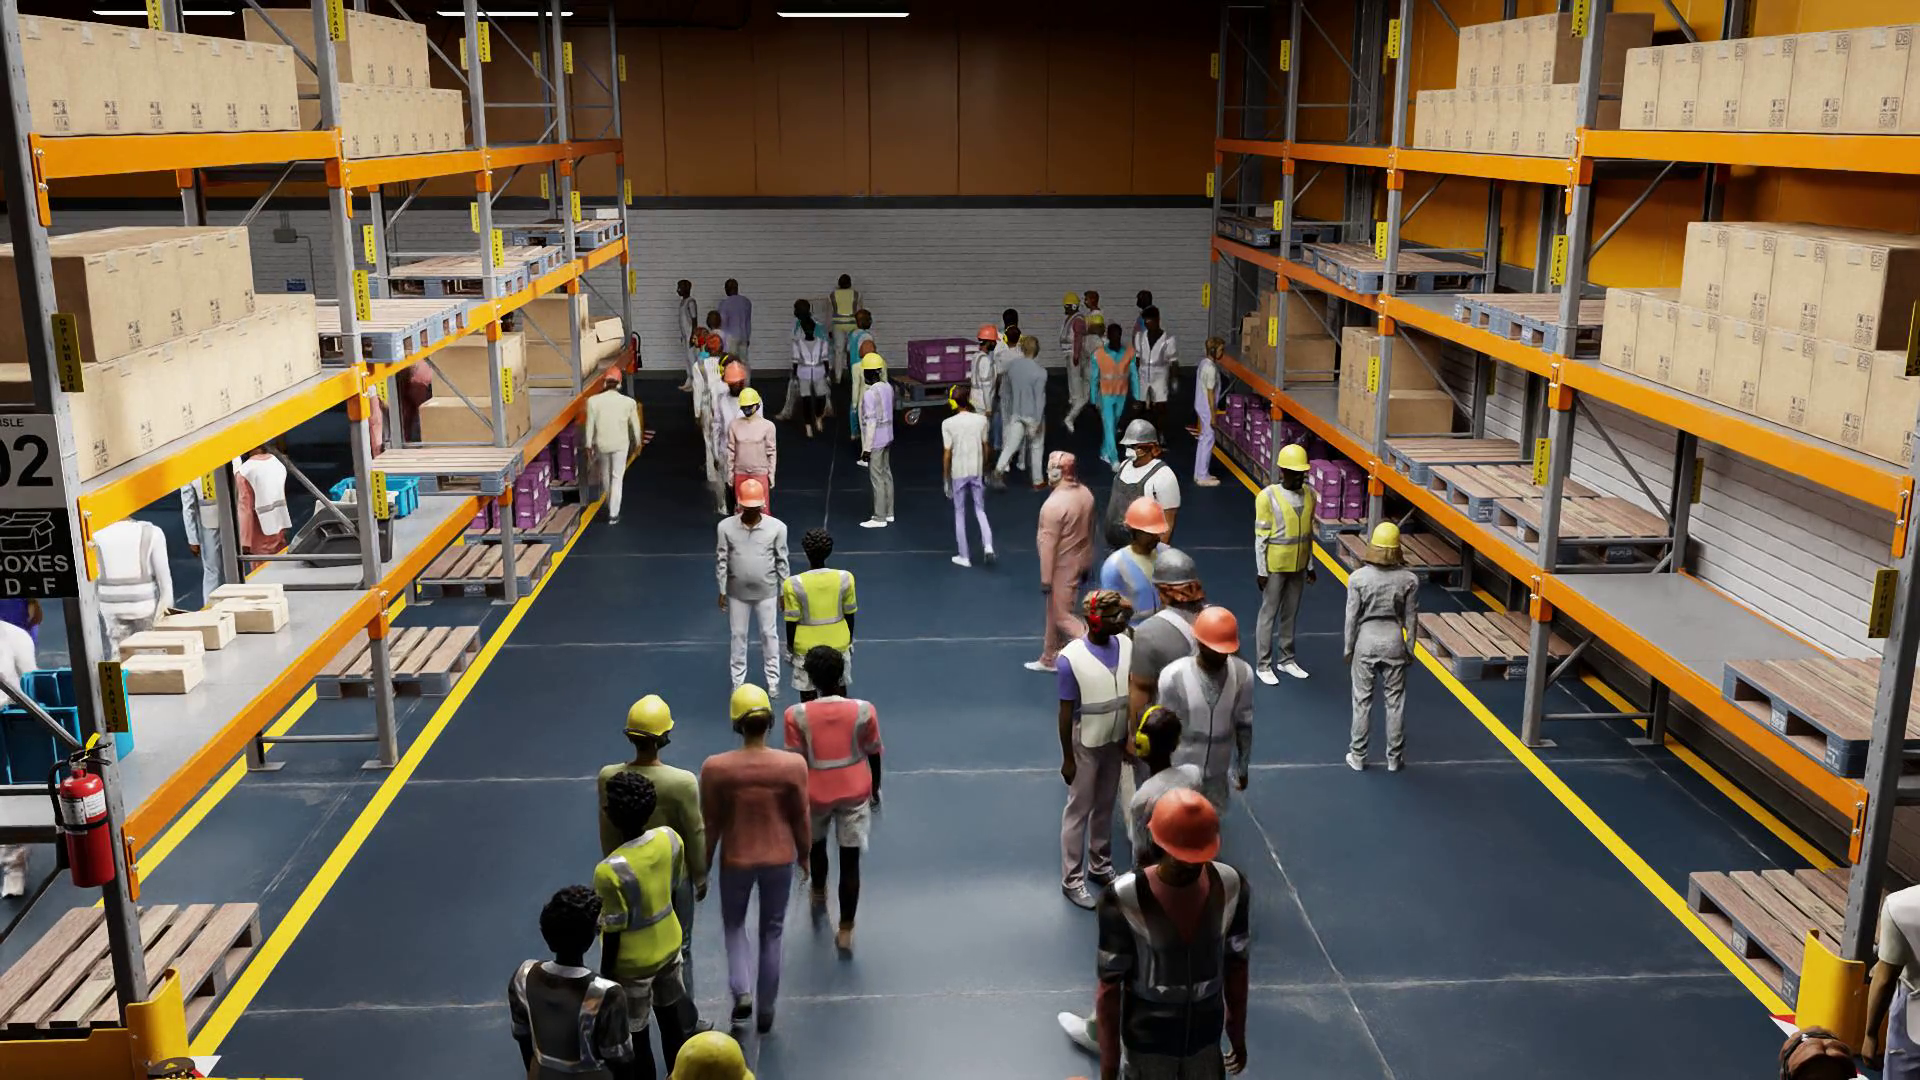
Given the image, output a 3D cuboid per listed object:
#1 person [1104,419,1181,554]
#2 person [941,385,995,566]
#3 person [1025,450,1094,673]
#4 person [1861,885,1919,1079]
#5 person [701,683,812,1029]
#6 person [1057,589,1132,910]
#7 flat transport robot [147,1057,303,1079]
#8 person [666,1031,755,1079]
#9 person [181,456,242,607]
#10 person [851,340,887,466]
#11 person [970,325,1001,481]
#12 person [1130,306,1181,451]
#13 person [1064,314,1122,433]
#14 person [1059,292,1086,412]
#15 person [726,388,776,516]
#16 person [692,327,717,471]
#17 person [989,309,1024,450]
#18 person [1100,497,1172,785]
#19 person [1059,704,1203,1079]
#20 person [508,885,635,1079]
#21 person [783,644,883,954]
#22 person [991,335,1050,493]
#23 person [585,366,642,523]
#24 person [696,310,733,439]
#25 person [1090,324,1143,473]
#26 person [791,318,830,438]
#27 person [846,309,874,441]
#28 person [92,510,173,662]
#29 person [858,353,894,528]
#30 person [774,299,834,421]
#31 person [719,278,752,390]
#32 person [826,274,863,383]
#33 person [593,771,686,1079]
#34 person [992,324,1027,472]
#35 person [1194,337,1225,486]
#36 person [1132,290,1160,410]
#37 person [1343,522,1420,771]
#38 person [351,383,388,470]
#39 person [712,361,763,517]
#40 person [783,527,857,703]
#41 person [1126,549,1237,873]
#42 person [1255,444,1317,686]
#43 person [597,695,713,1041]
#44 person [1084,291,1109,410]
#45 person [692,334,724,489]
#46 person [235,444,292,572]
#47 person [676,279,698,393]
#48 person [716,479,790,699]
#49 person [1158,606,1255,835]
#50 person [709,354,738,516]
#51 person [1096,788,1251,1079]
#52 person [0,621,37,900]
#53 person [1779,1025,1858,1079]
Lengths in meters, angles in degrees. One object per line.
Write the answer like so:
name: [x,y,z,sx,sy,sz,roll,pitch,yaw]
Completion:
person: [1.441,0.011,13.677,0.539,2.000,0.689,-9,17,-33]
person: [0.075,-0.615,16.535,0.525,1.841,0.592,-5,15,-18]
person: [0.885,0.229,13.169,0.832,1.886,0.648,8,16,29]
person: [3.840,1.939,6.522,0.560,1.836,0.394,1,14,4]
person: [-1.004,1.560,8.179,0.565,1.737,0.395,-2,14,-9]
person: [0.767,1.167,9.516,0.378,1.848,0.569,14,20,43]
flat transport robot: [-3.344,2.627,6.933,0.652,0.197,1.431,0,14,1]
person: [-0.768,2.325,5.204,0.321,1.736,0.485,6,15,22]
person: [-6.413,-0.095,14.363,0.398,1.909,0.600,8,16,29]
person: [-1.167,-1.768,21.471,0.507,1.631,0.266,-7,16,-26]
person: [0.321,-1.696,20.609,0.386,1.929,0.543,-3,15,-11]
person: [2.663,-2.193,22.520,0.741,1.943,0.417,8,16,29]
person: [1.878,-2.357,23.619,0.773,1.710,0.490,-8,16,-27]
person: [1.721,-2.871,25.424,0.403,1.824,0.595,-2,14,-8]
person: [-2.122,-0.674,16.914,0.522,1.769,0.311,2,14,8]
person: [-3.197,-1.793,21.178,0.388,1.837,0.560,1,14,5]
person: [0.639,-2.150,22.409,0.595,1.915,0.371,10,17,34]
person: [1.193,0.692,11.035,0.643,2.020,0.516,-10,18,-35]
person: [0.854,1.632,7.758,0.494,1.820,0.931,-12,19,-40]
person: [-1.412,2.091,6.204,0.532,1.693,0.319,7,16,24]
person: [-0.702,1.358,9.134,0.551,1.648,0.864,-2,14,-9]
person: [0.726,-1.483,19.814,0.636,1.912,0.835,11,18,36]
person: [-3.854,-1.092,18.639,0.599,1.710,0.827,1,14,2]
person: [-3.409,-2.288,23.138,0.530,1.814,0.800,-9,17,-32]
person: [1.978,-1.845,21.331,0.604,1.863,1.028,-5,15,-17]
person: [-2.098,-2.283,23.369,0.555,1.685,0.349,-2,14,-9]
person: [-1.353,-2.268,23.020,0.506,1.842,0.342,13,19,42]
person: [-6.051,0.488,12.159,0.600,1.853,0.774,-5,15,-18]
person: [-0.930,-1.090,18.223,0.383,1.924,0.594,5,15,20]
person: [-2.304,-2.683,24.754,0.945,1.797,0.639,-9,17,-33]
person: [-3.574,-3.188,26.460,0.374,1.933,0.625,13,19,41]
person: [-1.936,-3.571,28.135,0.625,1.844,0.429,-1,14,-3]
person: [-1.402,1.816,7.275,0.319,1.697,0.533,7,16,26]
person: [0.656,-1.798,21.120,0.533,1.871,0.320,-6,15,-21]
person: [3.037,-1.564,20.281,0.351,1.834,0.518,-1,14,-3]
person: [2.859,-2.932,25.658,0.429,1.833,0.636,5,15,19]
person: [2.882,0.733,11.436,0.492,1.742,0.321,2,14,6]
person: [-7.560,-1.869,21.177,0.615,1.984,0.408,4,15,16]
person: [-2.348,-0.936,17.620,0.555,1.939,0.387,1,14,3]
person: [-0.964,0.744,11.484,0.533,1.697,0.318,-6,15,-22]
person: [1.223,1.032,9.669,0.726,2.000,0.535,-9,17,-33]
person: [2.597,0.189,13.214,0.585,1.922,0.372,-8,17,-30]
person: [-1.463,1.596,8.001,0.524,1.769,0.314,3,15,10]
person: [2.095,-2.915,25.596,0.406,1.832,0.576,3,15,13]
person: [-2.945,-1.557,20.146,0.577,1.882,0.349,-5,15,-20]
person: [-5.945,-0.064,14.245,0.410,1.908,0.598,3,15,10]
person: [-4.449,-3.337,27.207,0.327,1.843,0.515,-7,16,-26]
person: [-1.596,0.378,12.832,0.569,1.744,0.350,0,14,0]
person: [1.326,1.209,9.292,0.553,1.897,0.768,-3,15,-11]
person: [-2.617,-1.177,18.720,0.395,1.849,0.531,9,17,33]
person: [0.819,1.888,6.333,0.611,2.032,0.411,-4,15,-14]
person: [-5.698,1.134,9.672,0.659,1.845,1.026,-6,15,-21]
person: [2.678,2.325,5.391,0.510,1.640,0.308,0,14,1]
